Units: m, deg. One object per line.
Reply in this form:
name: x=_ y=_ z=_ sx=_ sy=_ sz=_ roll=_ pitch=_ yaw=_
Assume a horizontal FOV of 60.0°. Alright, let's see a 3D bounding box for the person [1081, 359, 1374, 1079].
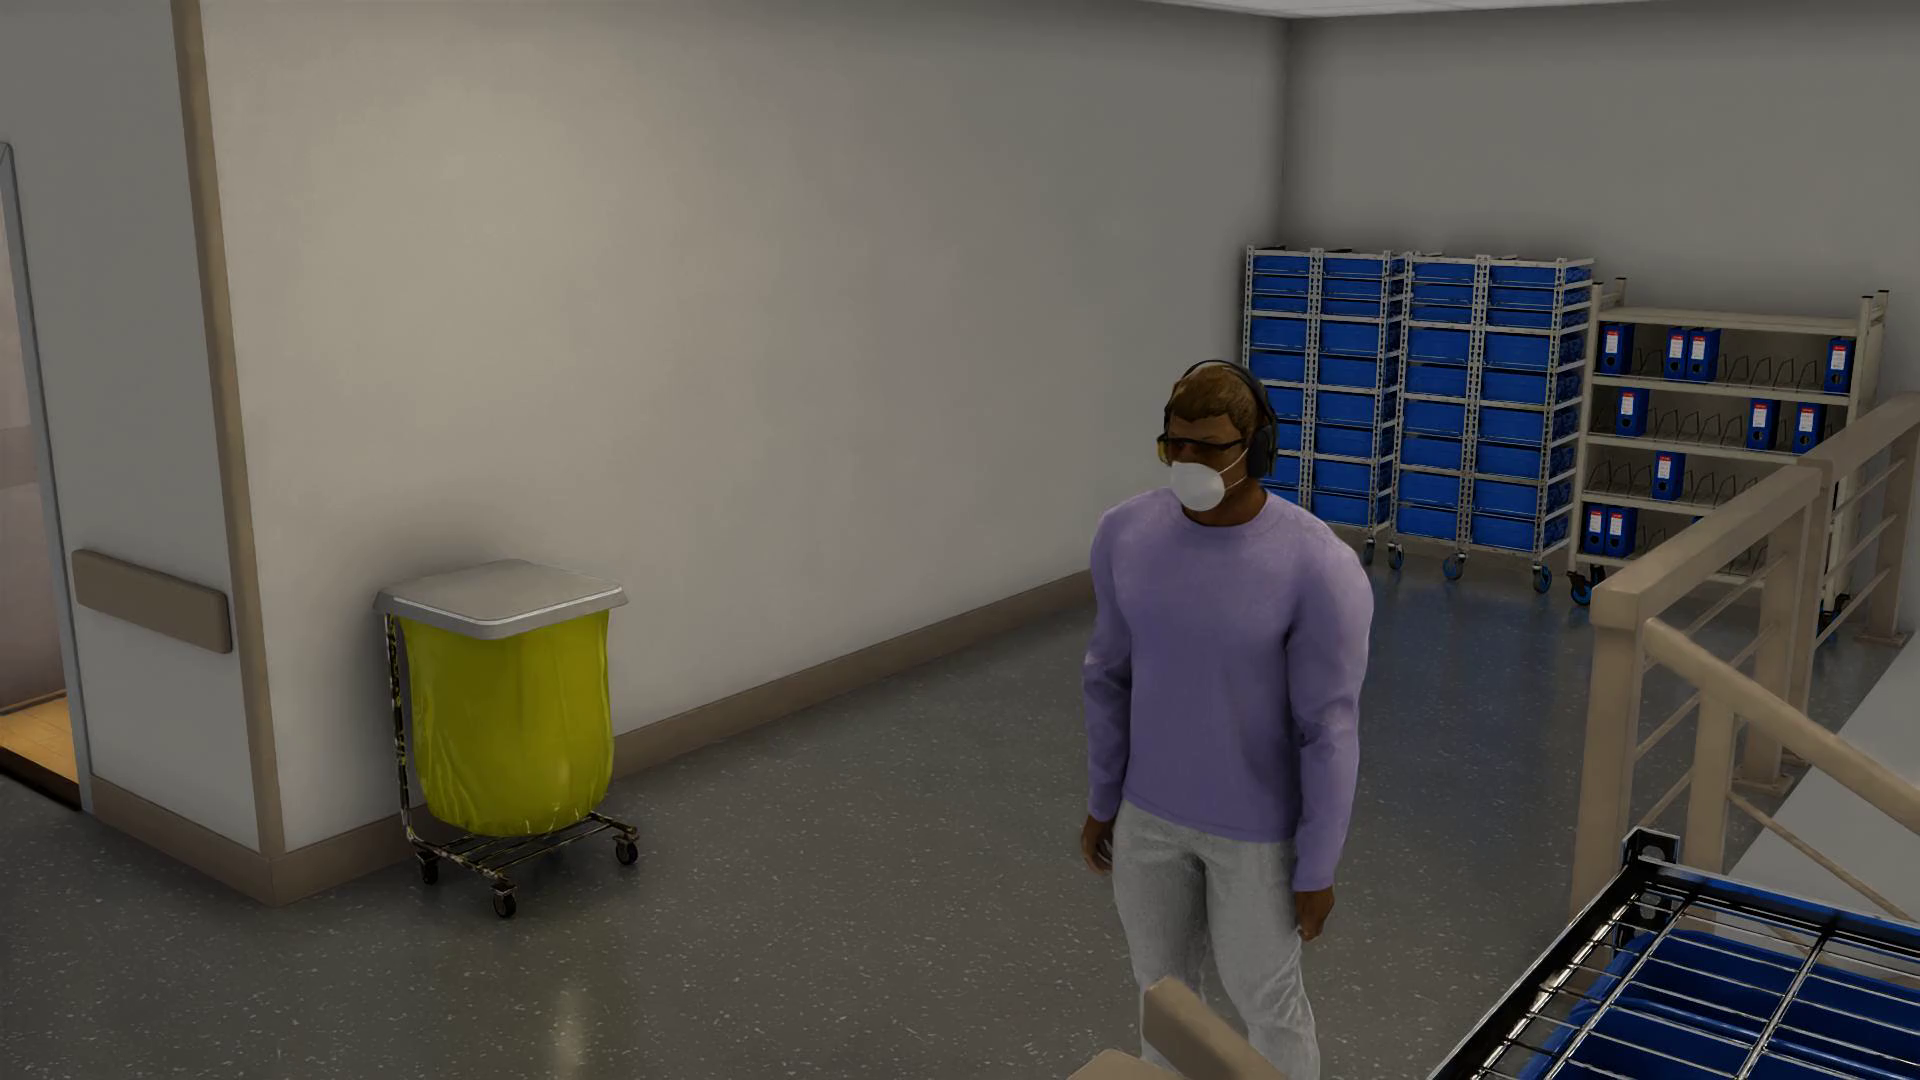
person: x=0.526 y=0.584 z=3.445 sx=0.625 sy=1.932 sz=0.377 roll=12 pitch=18 yaw=42
